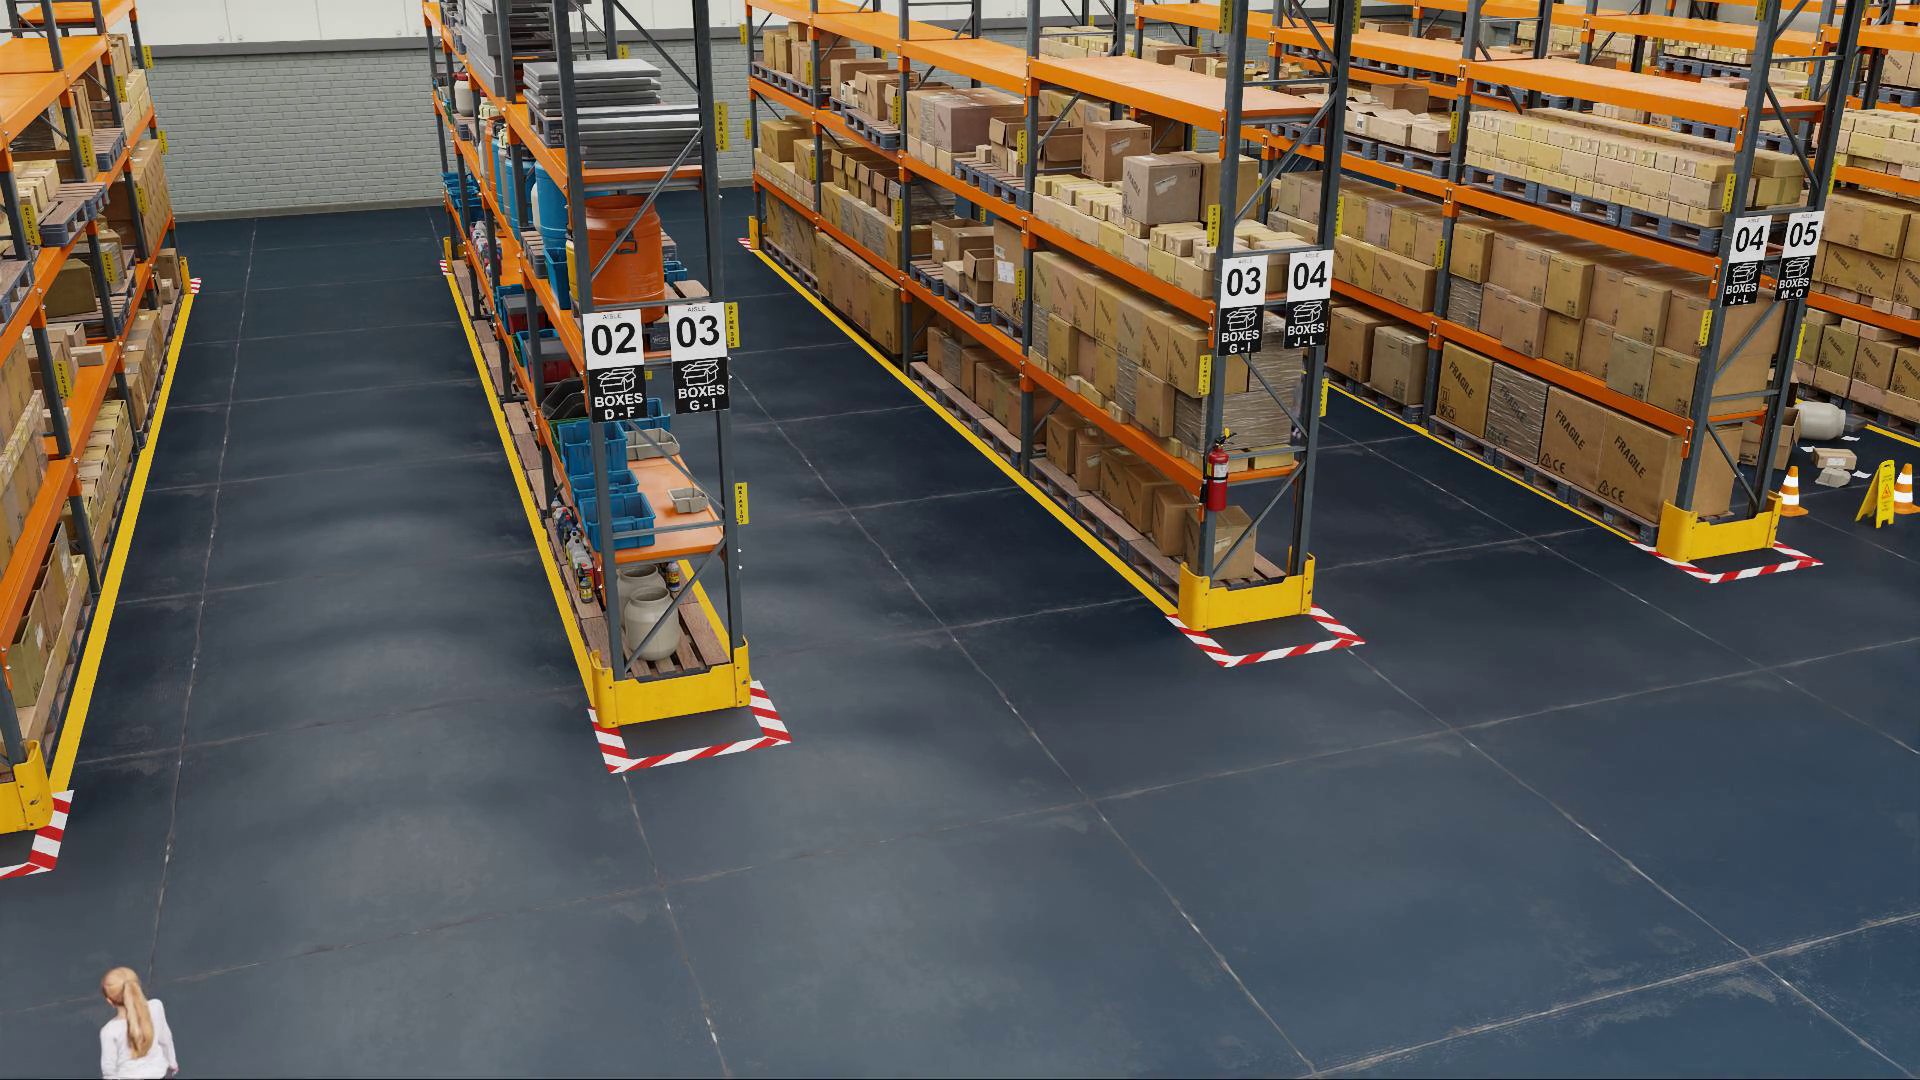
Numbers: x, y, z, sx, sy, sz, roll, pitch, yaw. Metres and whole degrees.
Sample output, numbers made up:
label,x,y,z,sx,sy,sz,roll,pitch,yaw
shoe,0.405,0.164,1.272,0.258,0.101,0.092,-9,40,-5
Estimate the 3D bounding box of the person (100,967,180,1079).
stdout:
label,x,y,z,sx,sy,sz,roll,pitch,yaw
person,-3.919,2.601,8.000,0.636,1.277,0.588,14,26,30
